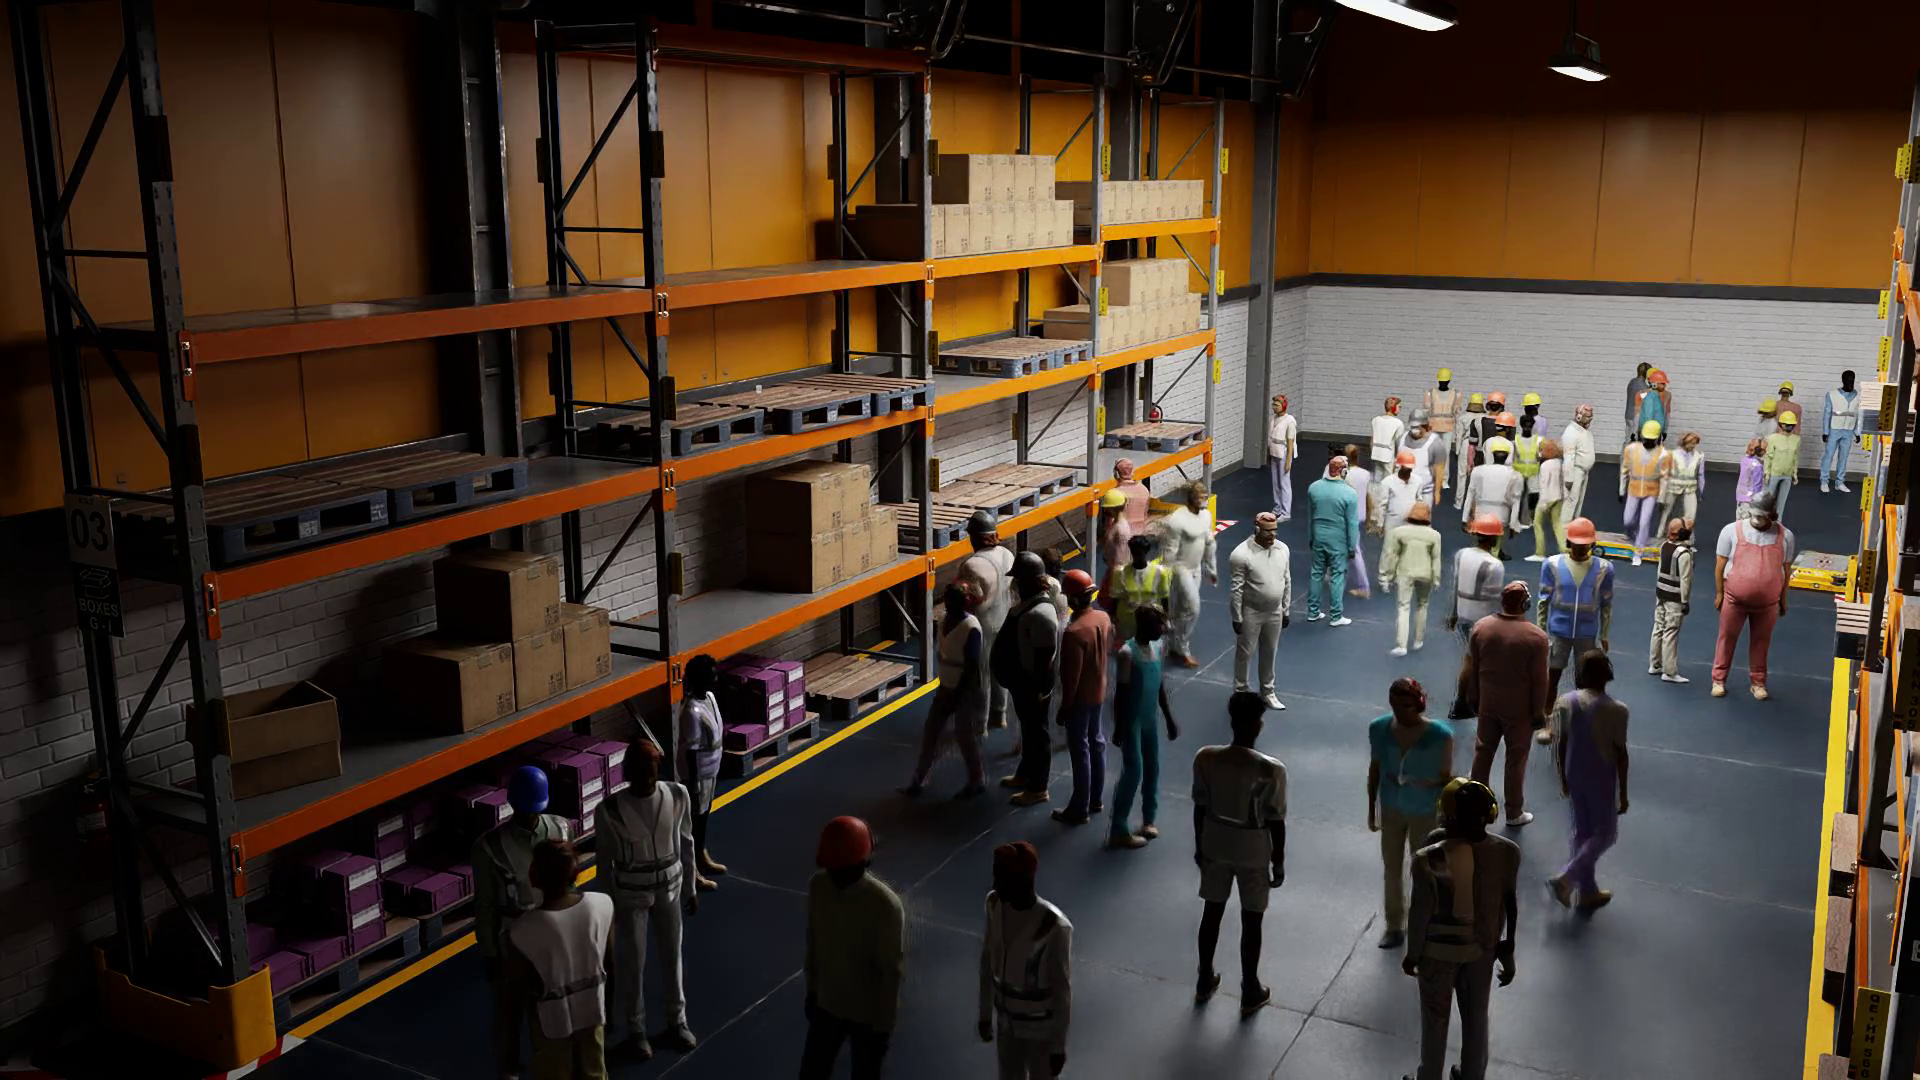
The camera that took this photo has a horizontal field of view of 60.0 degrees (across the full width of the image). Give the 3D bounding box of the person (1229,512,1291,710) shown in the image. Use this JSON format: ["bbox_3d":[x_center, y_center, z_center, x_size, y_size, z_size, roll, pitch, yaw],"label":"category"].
[{"bbox_3d":[2.798,0.672,15.428,0.645,1.900,0.399,-6,14,-24],"label":"person"}]

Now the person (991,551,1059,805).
[{"bbox_3d":[0.514,1.083,13.258,0.537,2.000,0.675,-1,13,-7],"label":"person"}]

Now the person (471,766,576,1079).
[{"bbox_3d":[-2.286,2.118,8.854,0.402,1.940,0.602,12,18,44],"label":"person"}]

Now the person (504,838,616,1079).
[{"bbox_3d":[-1.910,2.352,8.071,0.572,1.831,0.418,-11,17,-40],"label":"person"}]

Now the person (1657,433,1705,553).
[{"bbox_3d":[9.523,-0.623,21.936,0.574,1.612,0.707,1,13,6],"label":"person"}]

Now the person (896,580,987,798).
[{"bbox_3d":[-0.126,1.211,13.216,0.772,1.802,0.578,-8,15,-32],"label":"person"}]

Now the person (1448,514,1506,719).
[{"bbox_3d":[4.823,0.701,15.248,0.692,1.913,0.581,-5,14,-22],"label":"person"}]

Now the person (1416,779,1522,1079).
[{"bbox_3d":[2.691,2.155,8.850,0.533,1.868,0.310,5,14,22],"label":"person"}]

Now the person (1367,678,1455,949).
[{"bbox_3d":[2.936,1.743,10.786,0.596,1.823,0.527,9,15,35],"label":"person"}]

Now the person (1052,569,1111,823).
[{"bbox_3d":[0.929,1.200,12.862,0.393,1.985,0.610,8,15,31],"label":"person"}]

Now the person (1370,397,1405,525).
[{"bbox_3d":[6.013,-1.099,23.479,0.387,1.841,0.565,-8,15,-32],"label":"person"}]

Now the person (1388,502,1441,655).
[{"bbox_3d":[4.740,0.411,17.329,0.540,1.579,0.627,3,13,14],"label":"person"}]

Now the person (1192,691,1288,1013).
[{"bbox_3d":[1.678,1.857,9.990,0.605,1.958,0.382,8,15,32],"label":"person"}]

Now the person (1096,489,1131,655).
[{"bbox_3d":[1.603,0.335,17.242,0.359,1.750,0.545,-1,13,-5],"label":"person"}]

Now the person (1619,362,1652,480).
[{"bbox_3d":[10.992,-1.932,27.021,0.369,1.932,0.633,0,13,0],"label":"person"}]

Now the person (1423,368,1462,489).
[{"bbox_3d":[7.592,-1.757,26.238,0.594,1.922,0.377,3,13,12],"label":"person"}]

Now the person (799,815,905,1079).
[{"bbox_3d":[-0.550,2.268,8.077,0.653,1.978,0.473,9,16,36],"label":"person"}]

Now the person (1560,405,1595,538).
[{"bbox_3d":[8.331,-0.888,22.423,0.402,1.896,0.652,10,16,38],"label":"person"}]

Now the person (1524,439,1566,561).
[{"bbox_3d":[7.566,-0.499,21.320,0.546,1.610,0.467,-12,17,-43],"label":"person"}]

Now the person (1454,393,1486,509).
[{"bbox_3d":[7.601,-1.312,24.686,0.494,1.730,0.324,2,13,7],"label":"person"}]

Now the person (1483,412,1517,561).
[{"bbox_3d":[6.968,-0.693,21.483,0.388,1.926,0.549,-4,13,-16],"label":"person"}]

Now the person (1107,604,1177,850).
[{"bbox_3d":[1.325,1.391,12.470,0.403,1.795,0.649,11,17,41],"label":"person"}]

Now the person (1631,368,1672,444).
[{"bbox_3d":[10.872,-1.754,26.224,0.590,1.923,0.383,-1,13,-4],"label":"person"}]

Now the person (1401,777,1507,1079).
[{"bbox_3d":[2.646,2.154,8.934,0.590,1.833,0.404,-4,13,-16],"label":"person"}]

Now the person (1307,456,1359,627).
[{"bbox_3d":[4.135,0.008,18.404,0.399,1.900,0.644,-12,17,-43],"label":"person"}]

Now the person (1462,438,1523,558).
[{"bbox_3d":[6.229,-0.234,19.495,0.648,1.886,0.619,4,13,16],"label":"person"}]

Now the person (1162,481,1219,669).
[{"bbox_3d":[2.355,0.345,16.846,0.648,1.912,0.650,10,16,38],"label":"person"}]

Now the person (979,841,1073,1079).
[{"bbox_3d":[0.314,2.334,8.050,0.371,1.877,0.582,-10,16,-38],"label":"person"}]

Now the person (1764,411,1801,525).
[{"bbox_3d":[11.204,-0.888,22.702,0.523,1.769,0.323,-2,13,-11],"label":"person"}]

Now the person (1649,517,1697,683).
[{"bbox_3d":[7.034,0.581,16.409,0.313,1.642,0.513,-1,13,-4],"label":"person"}]

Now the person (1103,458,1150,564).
[{"bbox_3d":[1.783,0.050,18.205,0.399,1.902,0.642,12,17,42],"label":"person"}]

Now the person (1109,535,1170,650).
[{"bbox_3d":[1.658,0.774,15.454,0.564,1.672,0.610,2,13,10],"label":"person"}]

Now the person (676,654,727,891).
[{"bbox_3d":[-1.822,1.614,11.680,0.320,1.691,0.537,1,13,5],"label":"person"}]

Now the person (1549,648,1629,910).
[{"bbox_3d":[4.224,1.648,11.225,0.560,1.824,0.558,-8,15,-32],"label":"person"}]

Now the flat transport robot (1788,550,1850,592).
[{"bbox_3d":[10.613,0.373,20.435,0.652,0.197,1.431,8,15,32],"label":"flat transport robot"}]

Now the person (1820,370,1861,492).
[{"bbox_3d":[13.783,-1.706,26.021,0.587,1.920,0.391,0,13,0],"label":"person"}]

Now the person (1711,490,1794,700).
[{"bbox_3d":[7.533,0.515,15.801,0.672,2.000,0.536,3,13,14],"label":"person"}]

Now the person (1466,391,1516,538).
[{"bbox_3d":[7.237,-1.015,22.697,0.612,2.029,0.407,4,13,17],"label":"person"}]

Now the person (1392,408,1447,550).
[{"bbox_3d":[5.783,-0.686,21.182,0.686,2.000,0.536,11,16,40],"label":"person"}]

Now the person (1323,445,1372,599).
[{"bbox_3d":[4.585,-0.239,19.725,0.502,1.787,0.909,-9,15,-34],"label":"person"}]

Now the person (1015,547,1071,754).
[{"bbox_3d":[0.802,0.941,14.440,0.623,1.798,0.842,12,17,43],"label":"person"}]

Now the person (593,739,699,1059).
[{"bbox_3d":[-1.771,2.021,9.437,0.588,1.878,0.371,-8,15,-31],"label":"person"}]

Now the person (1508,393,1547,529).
[{"bbox_3d":[7.997,-1.107,23.361,0.394,1.913,0.591,11,17,40],"label":"person"}]

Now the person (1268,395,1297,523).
[{"bbox_3d":[4.608,-1.168,23.800,0.388,1.837,0.562,-4,13,-19],"label":"person"}]

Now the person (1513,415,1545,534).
[{"bbox_3d":[7.811,-0.918,23.025,0.545,1.677,0.411,3,13,11],"label":"person"}]

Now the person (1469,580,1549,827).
[{"bbox_3d":[4.245,1.247,12.864,0.397,1.901,0.643,-11,16,-39],"label":"person"}]

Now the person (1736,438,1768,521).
[{"bbox_3d":[10.086,-0.495,21.258,0.313,1.631,0.525,1,13,5],"label":"person"}]

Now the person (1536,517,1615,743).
[{"bbox_3d":[5.354,0.806,14.511,0.623,2.037,0.403,4,13,17],"label":"person"}]

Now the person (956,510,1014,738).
[{"bbox_3d":[0.169,0.732,14.831,0.537,2.000,0.689,8,15,33],"label":"person"}]

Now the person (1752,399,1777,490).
[{"bbox_3d":[11.803,-1.250,24.474,0.370,1.695,0.571,0,13,0],"label":"person"}]

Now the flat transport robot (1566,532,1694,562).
[{"bbox_3d":[8.737,0.094,21.685,1.431,0.197,0.652,9,15,35],"label":"flat transport robot"}]

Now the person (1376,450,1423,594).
[{"bbox_3d":[5.224,-0.214,19.742,0.608,1.740,0.376,-4,13,-17],"label":"person"}]

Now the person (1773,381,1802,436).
[{"bbox_3d":[12.783,-1.599,25.919,0.535,1.755,0.342,6,14,25],"label":"person"}]

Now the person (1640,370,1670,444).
[{"bbox_3d":[10.538,-1.590,25.327,0.383,1.993,0.622,7,14,29],"label":"person"}]

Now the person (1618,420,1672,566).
[{"bbox_3d":[8.681,-0.601,21.127,0.616,1.896,0.542,8,15,32],"label":"person"}]
